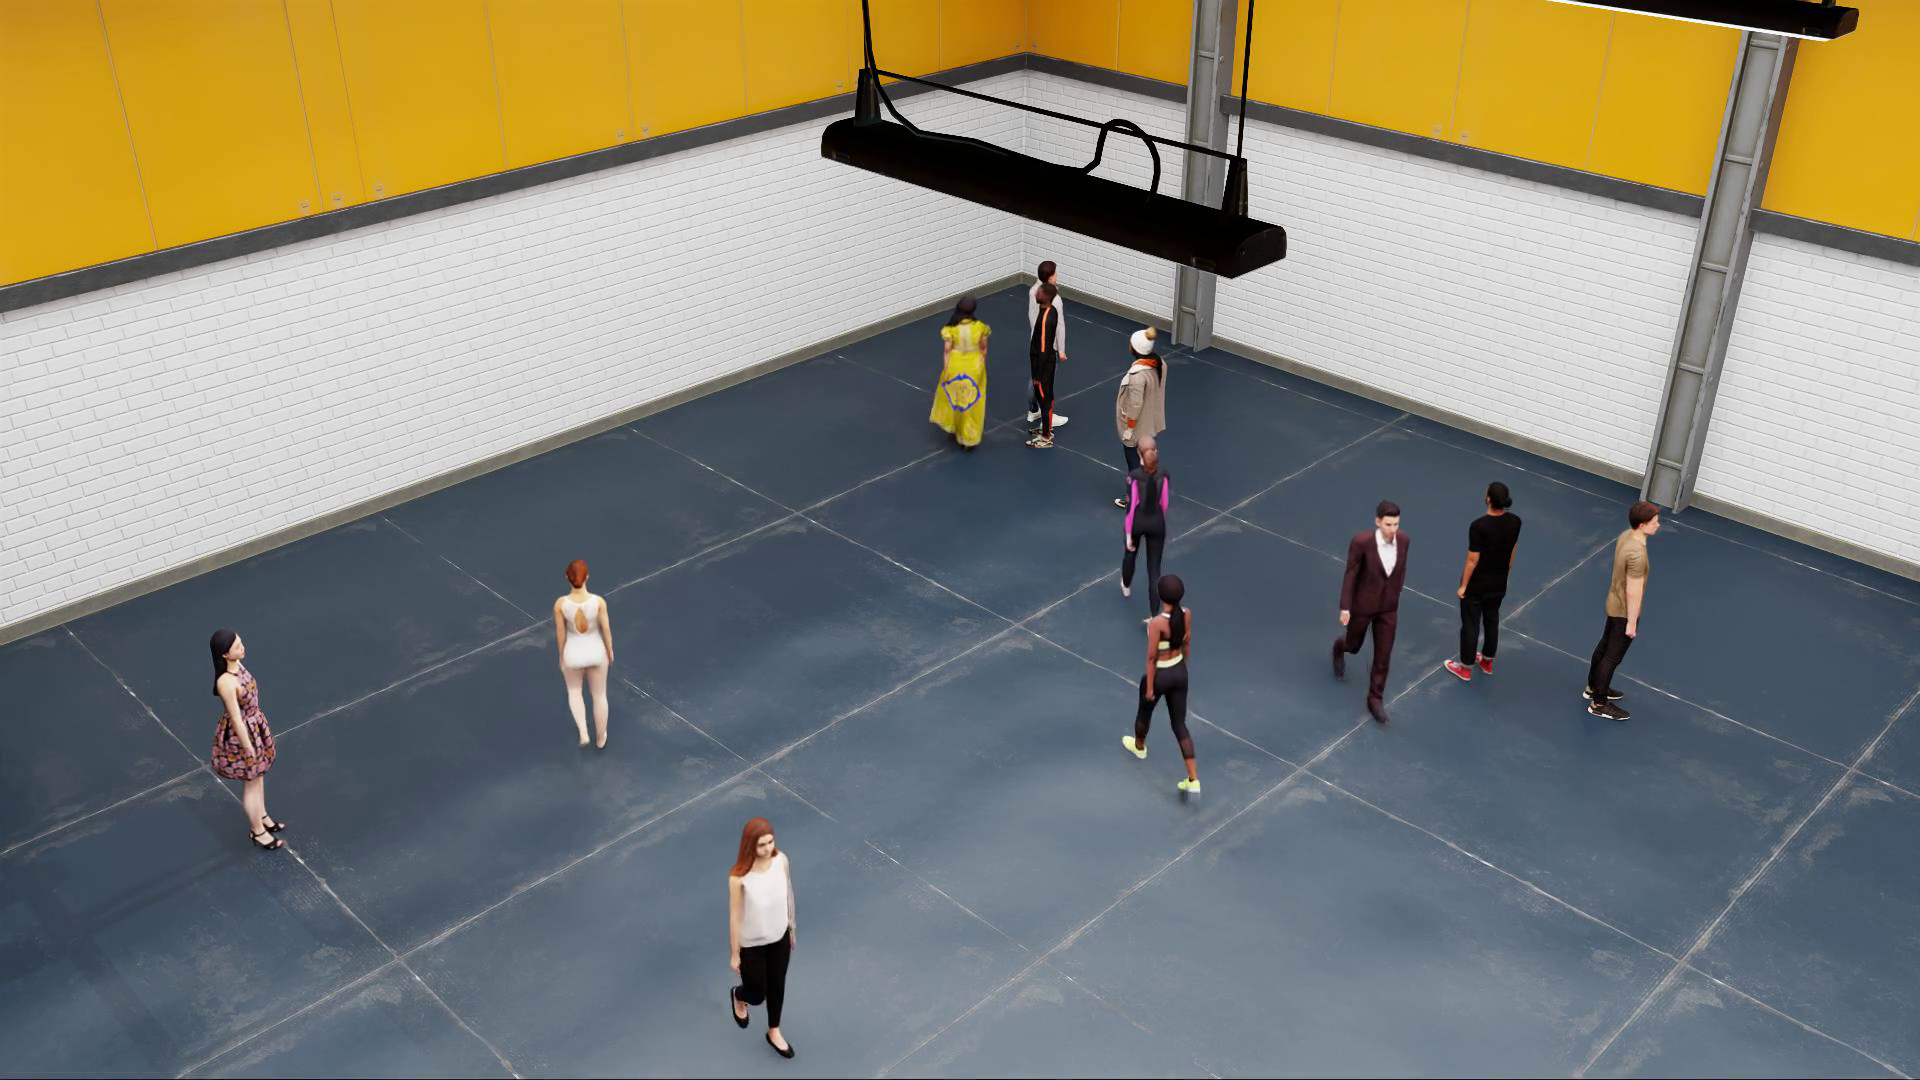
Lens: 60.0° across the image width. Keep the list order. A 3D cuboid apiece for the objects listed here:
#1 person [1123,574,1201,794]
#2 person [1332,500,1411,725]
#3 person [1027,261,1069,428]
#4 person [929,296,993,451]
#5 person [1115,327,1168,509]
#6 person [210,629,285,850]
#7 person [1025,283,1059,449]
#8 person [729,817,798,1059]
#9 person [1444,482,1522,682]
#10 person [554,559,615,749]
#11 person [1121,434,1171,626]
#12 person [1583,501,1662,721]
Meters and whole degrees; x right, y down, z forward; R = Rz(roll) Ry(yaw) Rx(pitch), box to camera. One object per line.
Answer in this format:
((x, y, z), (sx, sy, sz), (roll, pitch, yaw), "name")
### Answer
((1.575, 1.088, 12.250), (0.826, 1.713, 1.221), (-14, 32, -24), "person")
((3.252, 0.476, 13.246), (1.125, 1.834, 1.291), (-4, 29, -8), "person")
((0.915, -2.135, 18.013), (0.762, 1.853, 0.559), (-19, 34, -31), "person")
((0.071, -1.729, 17.500), (1.089, 1.630, 1.150), (-1, 29, -2), "person")
((1.787, -1.211, 16.274), (0.716, 1.895, 0.746), (18, 33, 30), "person")
((-4.989, 1.390, 11.634), (0.847, 1.773, 0.758), (-9, 30, -15), "person")
((0.893, -1.861, 17.556), (0.721, 1.808, 0.700), (5, 29, 9), "person")
((-1.232, 2.341, 9.951), (0.656, 1.714, 0.794), (-20, 34, -32), "person")
((4.292, 0.332, 13.591), (0.700, 1.756, 0.672), (-11, 30, -19), "person")
((-2.849, 0.928, 12.629), (0.709, 1.632, 0.768), (-6, 29, -11), "person")
((1.620, -0.045, 14.333), (1.028, 1.707, 1.159), (-3, 29, -6), "person")
((5.238, 0.527, 13.134), (0.761, 1.852, 0.750), (6, 29, 10), "person")
